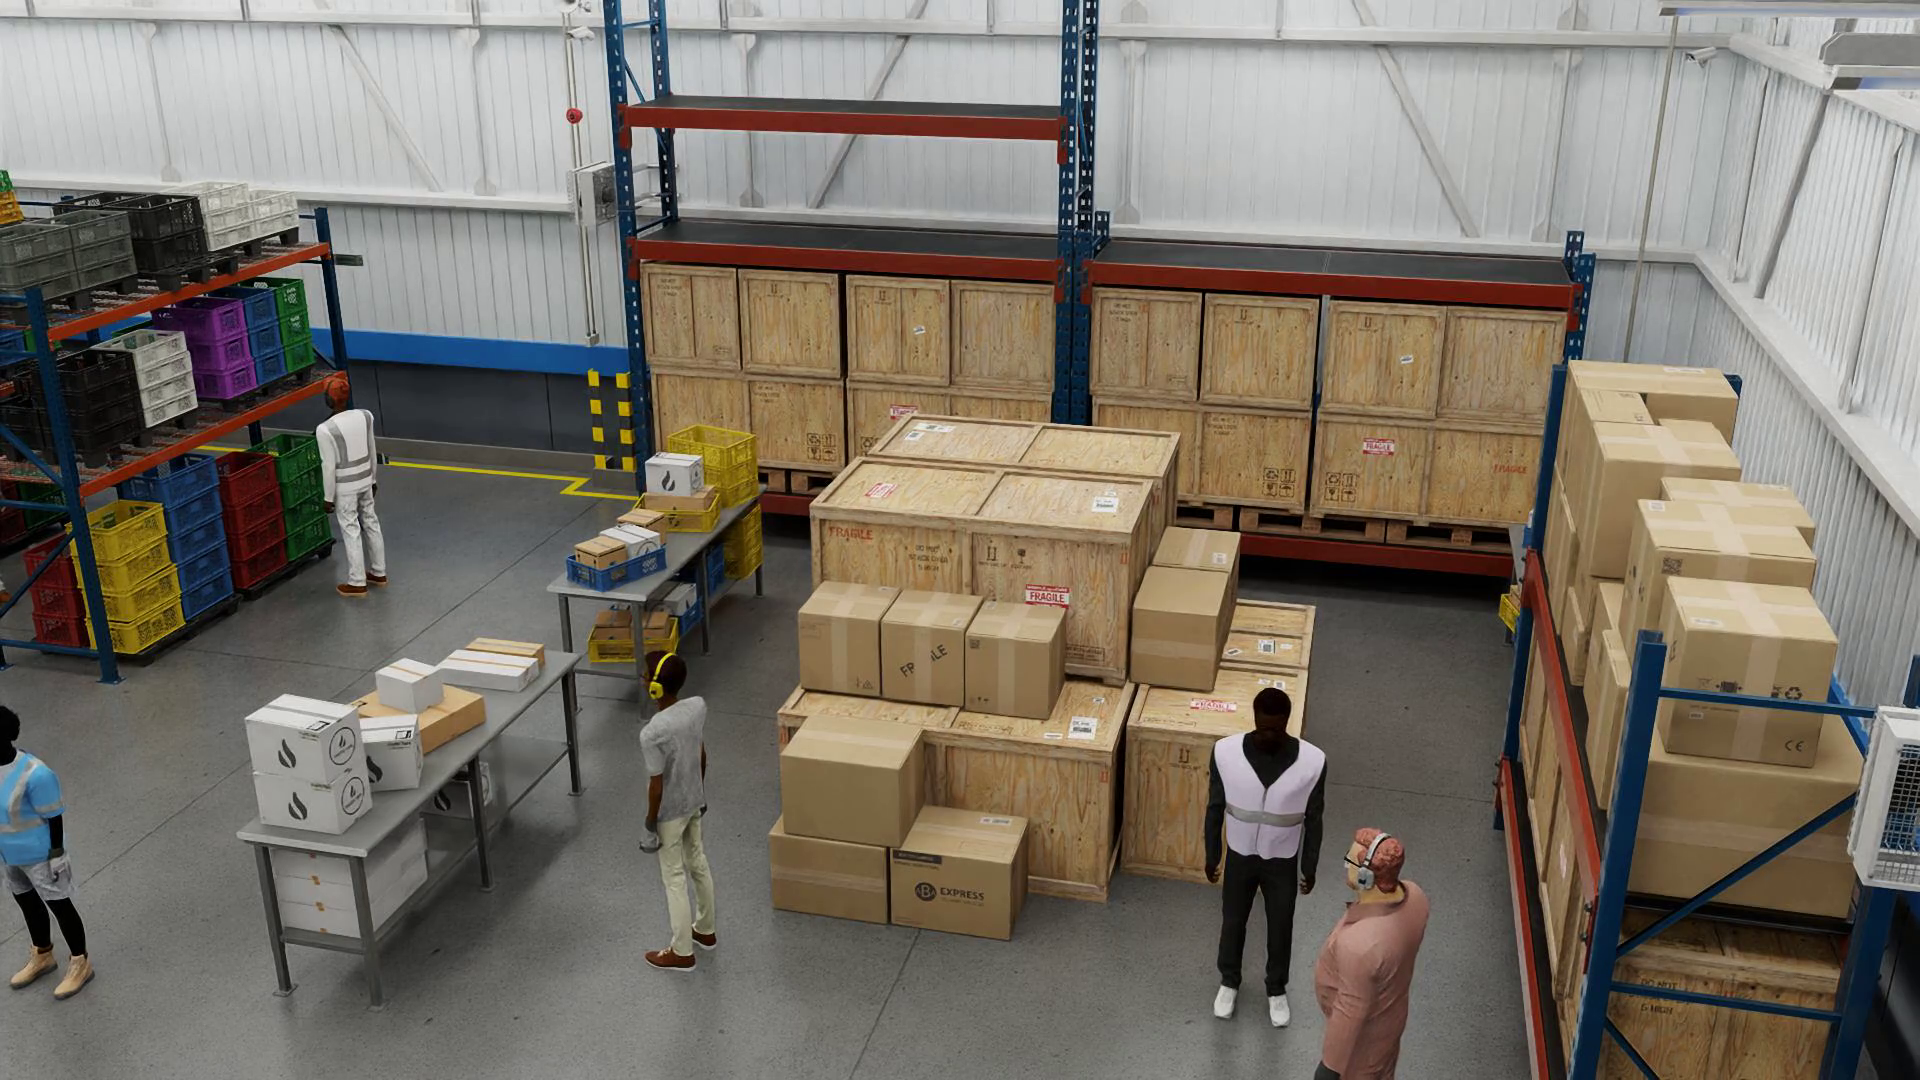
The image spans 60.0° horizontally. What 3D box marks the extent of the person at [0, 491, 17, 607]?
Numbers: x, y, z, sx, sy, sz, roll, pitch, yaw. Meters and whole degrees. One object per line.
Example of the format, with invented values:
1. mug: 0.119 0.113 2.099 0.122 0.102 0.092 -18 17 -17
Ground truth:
1. person: -8.131 -0.338 13.573 0.371 1.940 0.627 16 26 36

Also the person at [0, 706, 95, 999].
1. person: -4.919 1.628 8.758 0.540 1.698 0.317 8 22 19

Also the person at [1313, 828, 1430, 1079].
1. person: 1.728 2.107 7.223 0.408 1.909 0.638 15 26 34

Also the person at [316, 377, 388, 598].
1. person: -5.107 -0.446 13.934 0.355 1.883 0.574 10 23 23

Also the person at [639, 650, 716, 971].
1. person: -1.547 1.449 8.987 0.328 1.877 0.513 10 23 25

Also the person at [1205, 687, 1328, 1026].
1. person: 1.550 1.602 8.545 0.591 1.911 0.389 4 21 11
